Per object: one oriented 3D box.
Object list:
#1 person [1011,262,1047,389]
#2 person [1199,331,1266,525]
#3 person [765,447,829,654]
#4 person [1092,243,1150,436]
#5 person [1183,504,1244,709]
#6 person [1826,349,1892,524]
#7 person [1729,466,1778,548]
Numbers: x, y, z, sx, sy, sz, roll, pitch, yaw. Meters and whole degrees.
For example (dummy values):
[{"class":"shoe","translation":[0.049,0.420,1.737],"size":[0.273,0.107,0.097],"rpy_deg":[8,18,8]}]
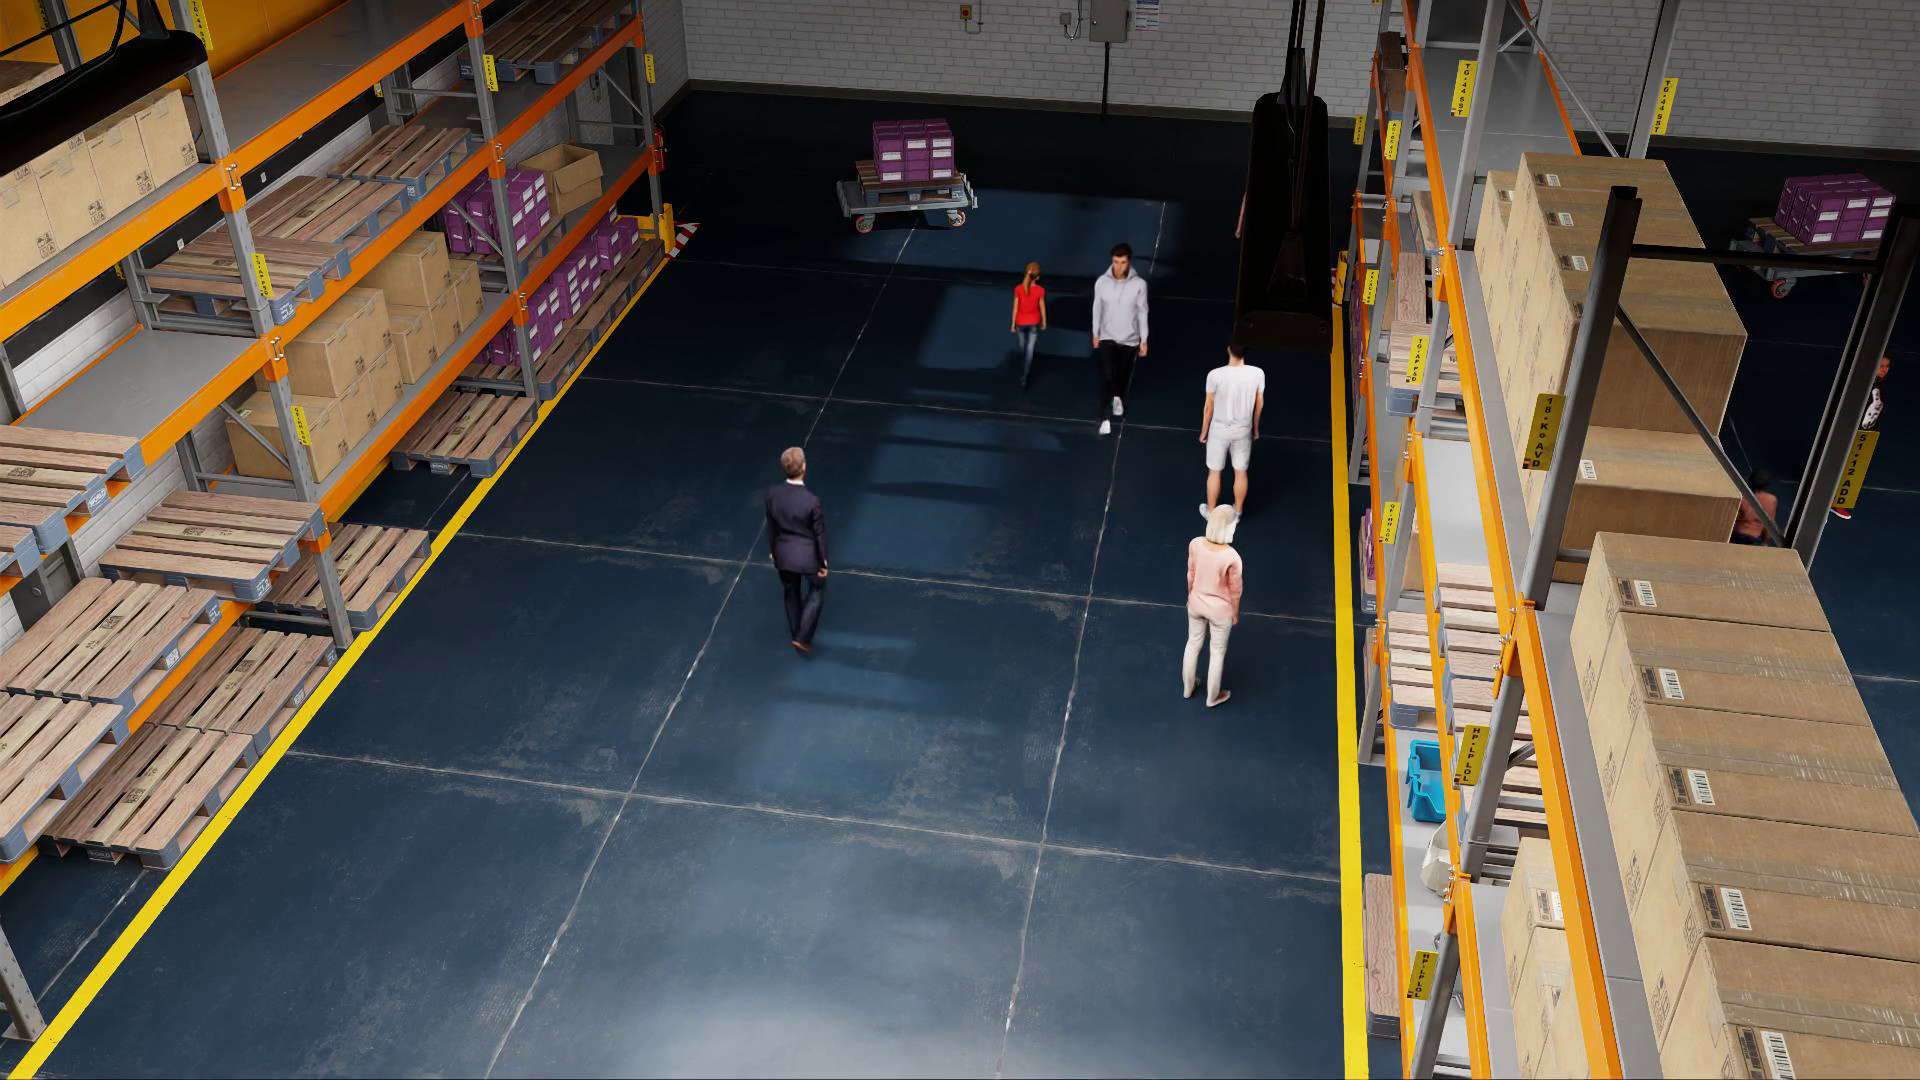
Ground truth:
[{"class":"person","translation":[0.687,-2.150,16.822],"size":[0.491,1.276,0.899],"rpy_deg":[5,34,7]},{"class":"person","translation":[2.361,-0.970,14.526],"size":[0.740,1.852,0.656],"rpy_deg":[-3,34,-5]},{"class":"person","translation":[-1.291,0.130,12.913],"size":[0.747,1.806,0.812],"rpy_deg":[10,35,15]},{"class":"person","translation":[1.542,-2.002,16.058],"size":[0.775,1.876,1.185],"rpy_deg":[2,34,3]},{"class":"person","translation":[1.882,0.483,12.457],"size":[0.678,1.724,0.669],"rpy_deg":[22,40,30]},{"class":"person","translation":[7.856,-0.943,14.646],"size":[0.677,1.675,0.682],"rpy_deg":[-9,35,-13]},{"class":"person","translation":[6.459,-0.002,13.638],"size":[0.649,1.223,0.911],"rpy_deg":[-1,34,-1]}]
